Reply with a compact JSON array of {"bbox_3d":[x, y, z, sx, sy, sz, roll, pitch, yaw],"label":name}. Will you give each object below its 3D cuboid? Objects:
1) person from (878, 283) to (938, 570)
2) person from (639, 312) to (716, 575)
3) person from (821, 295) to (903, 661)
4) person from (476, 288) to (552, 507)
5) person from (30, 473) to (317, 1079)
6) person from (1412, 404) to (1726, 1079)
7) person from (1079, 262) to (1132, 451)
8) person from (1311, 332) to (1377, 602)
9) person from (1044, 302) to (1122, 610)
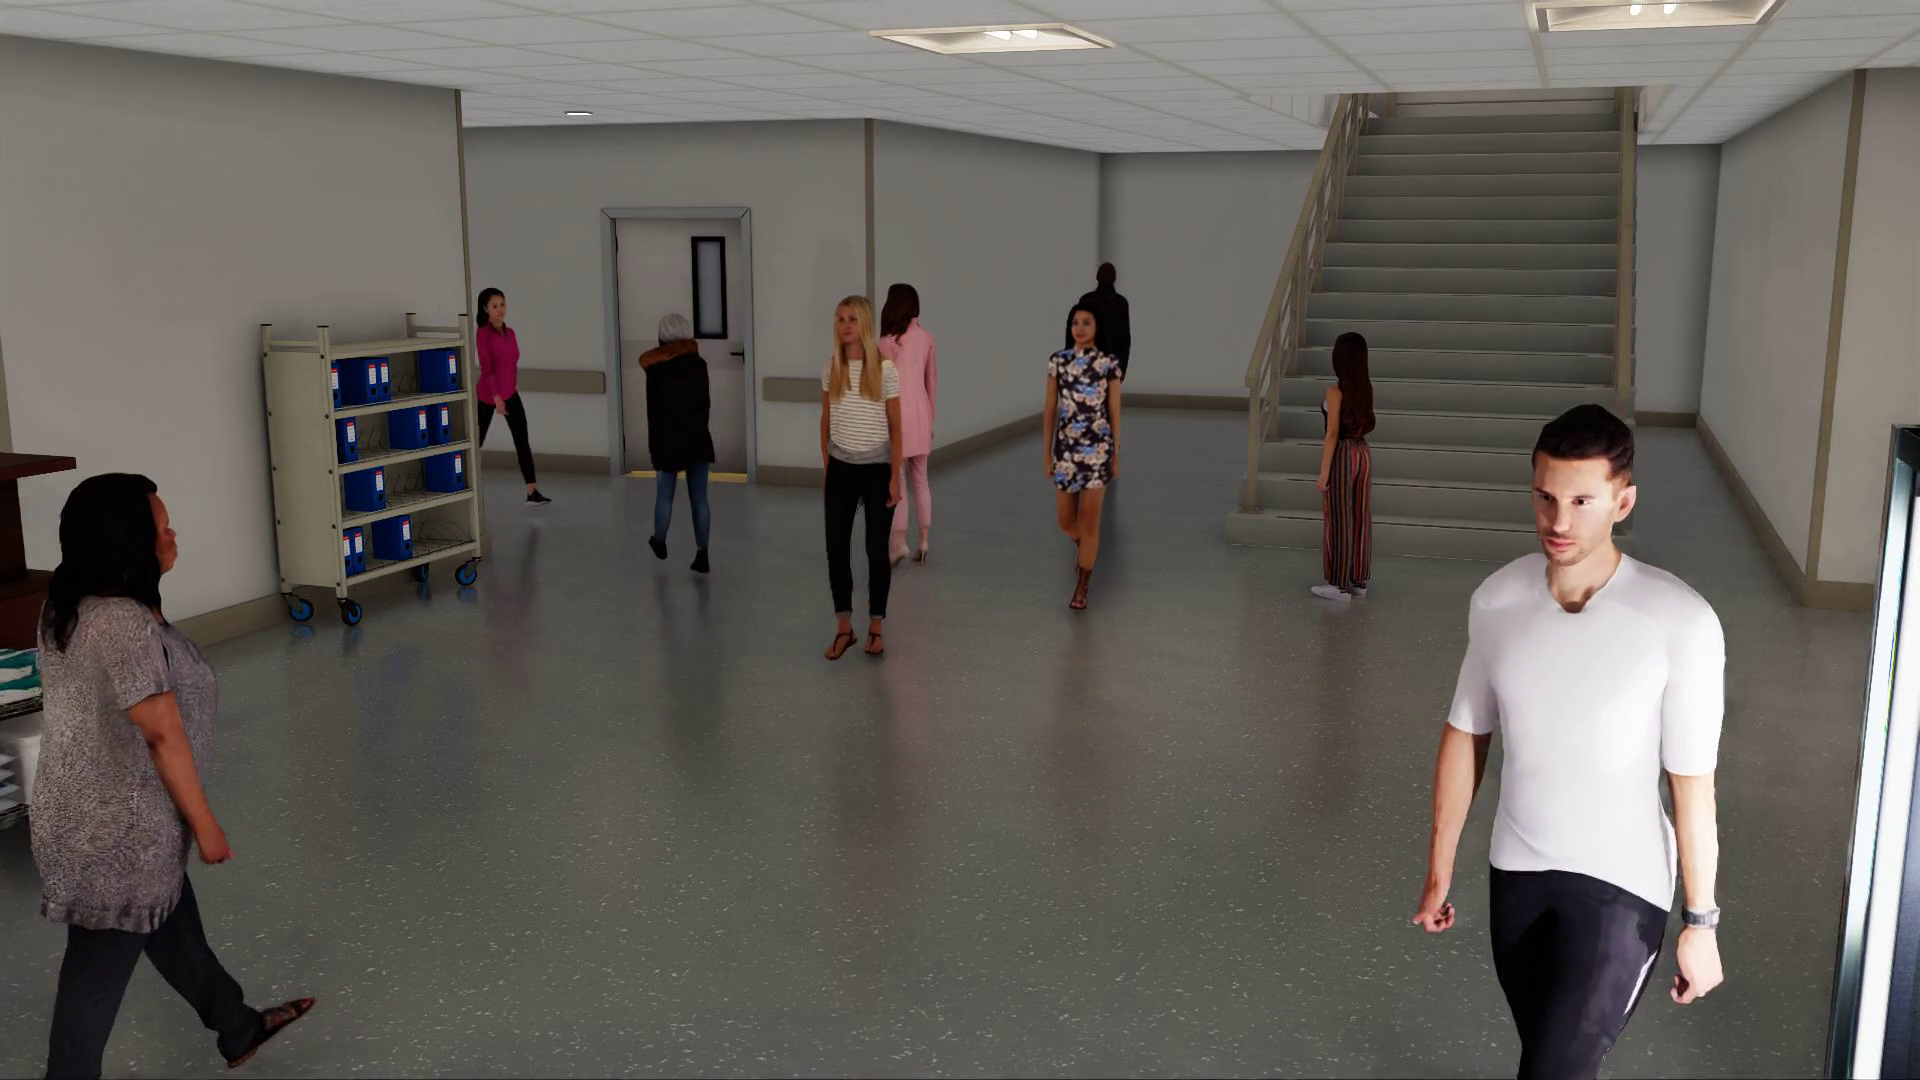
[{"bbox_3d":[-0.341,-0.727,10.570,0.637,1.802,0.747,-8,13,-37],"label":"person"},{"bbox_3d":[-1.682,-0.560,10.261,1.063,1.589,1.107,-5,12,-27],"label":"person"},{"bbox_3d":[-0.463,-0.316,8.391,0.671,1.808,0.734,2,11,9],"label":"person"},{"bbox_3d":[-3.615,-1.049,12.679,0.822,1.648,1.184,6,12,30],"label":"person"},{"bbox_3d":[-2.032,0.666,3.853,0.877,1.570,1.067,10,15,44],"label":"person"},{"bbox_3d":[1.247,0.647,3.238,0.930,1.836,0.892,-8,13,-36],"label":"person"},{"bbox_3d":[1.275,-1.636,15.321,0.788,1.816,1.207,2,11,12],"label":"person"},{"bbox_3d":[2.256,-0.437,9.685,0.615,1.562,0.710,-8,14,-37],"label":"person"},{"bbox_3d":[0.724,-0.485,9.523,0.667,1.716,0.967,2,11,12],"label":"person"}]
